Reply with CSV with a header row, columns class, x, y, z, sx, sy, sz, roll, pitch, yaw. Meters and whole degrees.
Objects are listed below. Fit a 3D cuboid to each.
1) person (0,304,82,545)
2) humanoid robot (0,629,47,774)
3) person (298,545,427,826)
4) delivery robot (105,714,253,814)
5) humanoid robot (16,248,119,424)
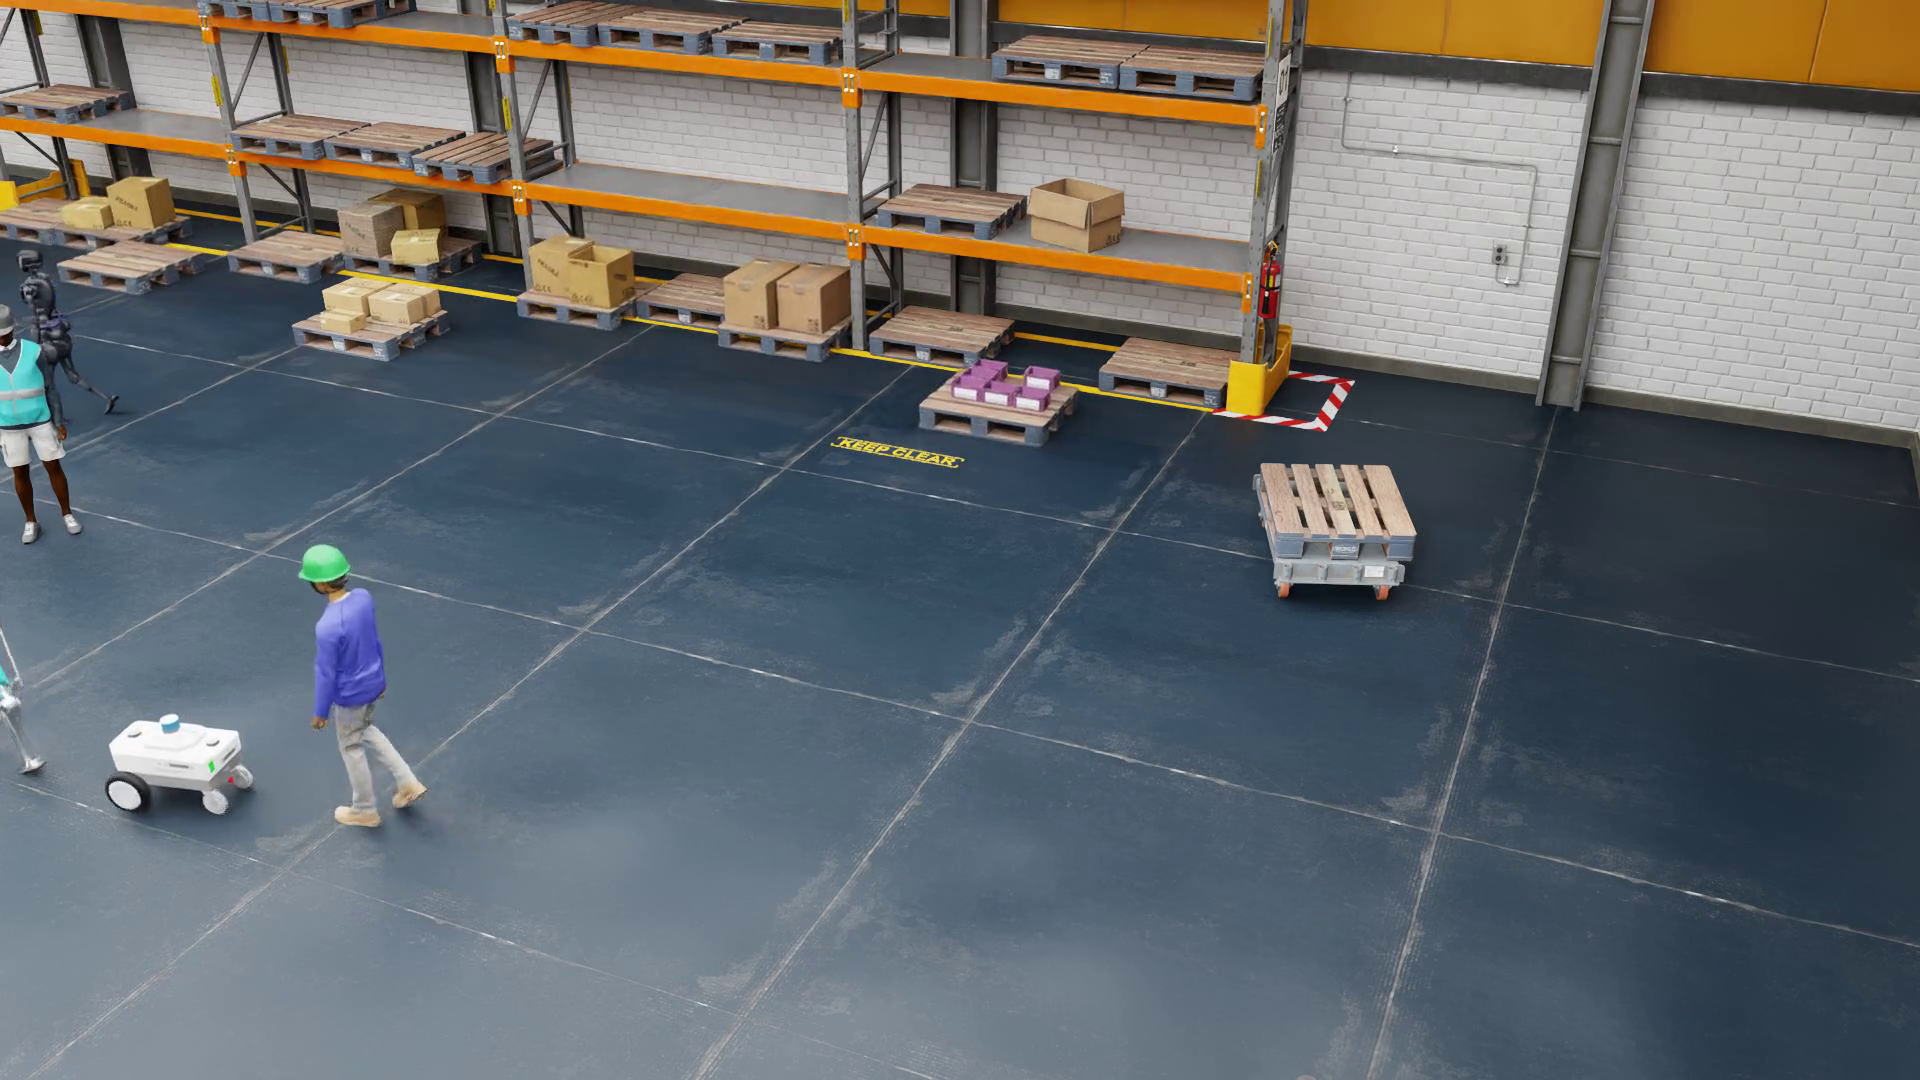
class,x,y,z,sx,sy,sz,roll,pitch,yaw
person,-7.257,-0.924,12.908,0.554,1.934,0.430,-13,30,-23
humanoid robot,-5.927,0.651,10.114,0.989,1.780,0.530,13,30,23
person,-3.489,0.861,9.531,0.487,1.858,0.484,5,28,9
delivery robot,-4.736,1.336,10.050,0.812,0.614,0.499,5,28,9
humanoid robot,-8.111,-1.827,14.957,0.654,1.642,0.600,-4,28,-7
